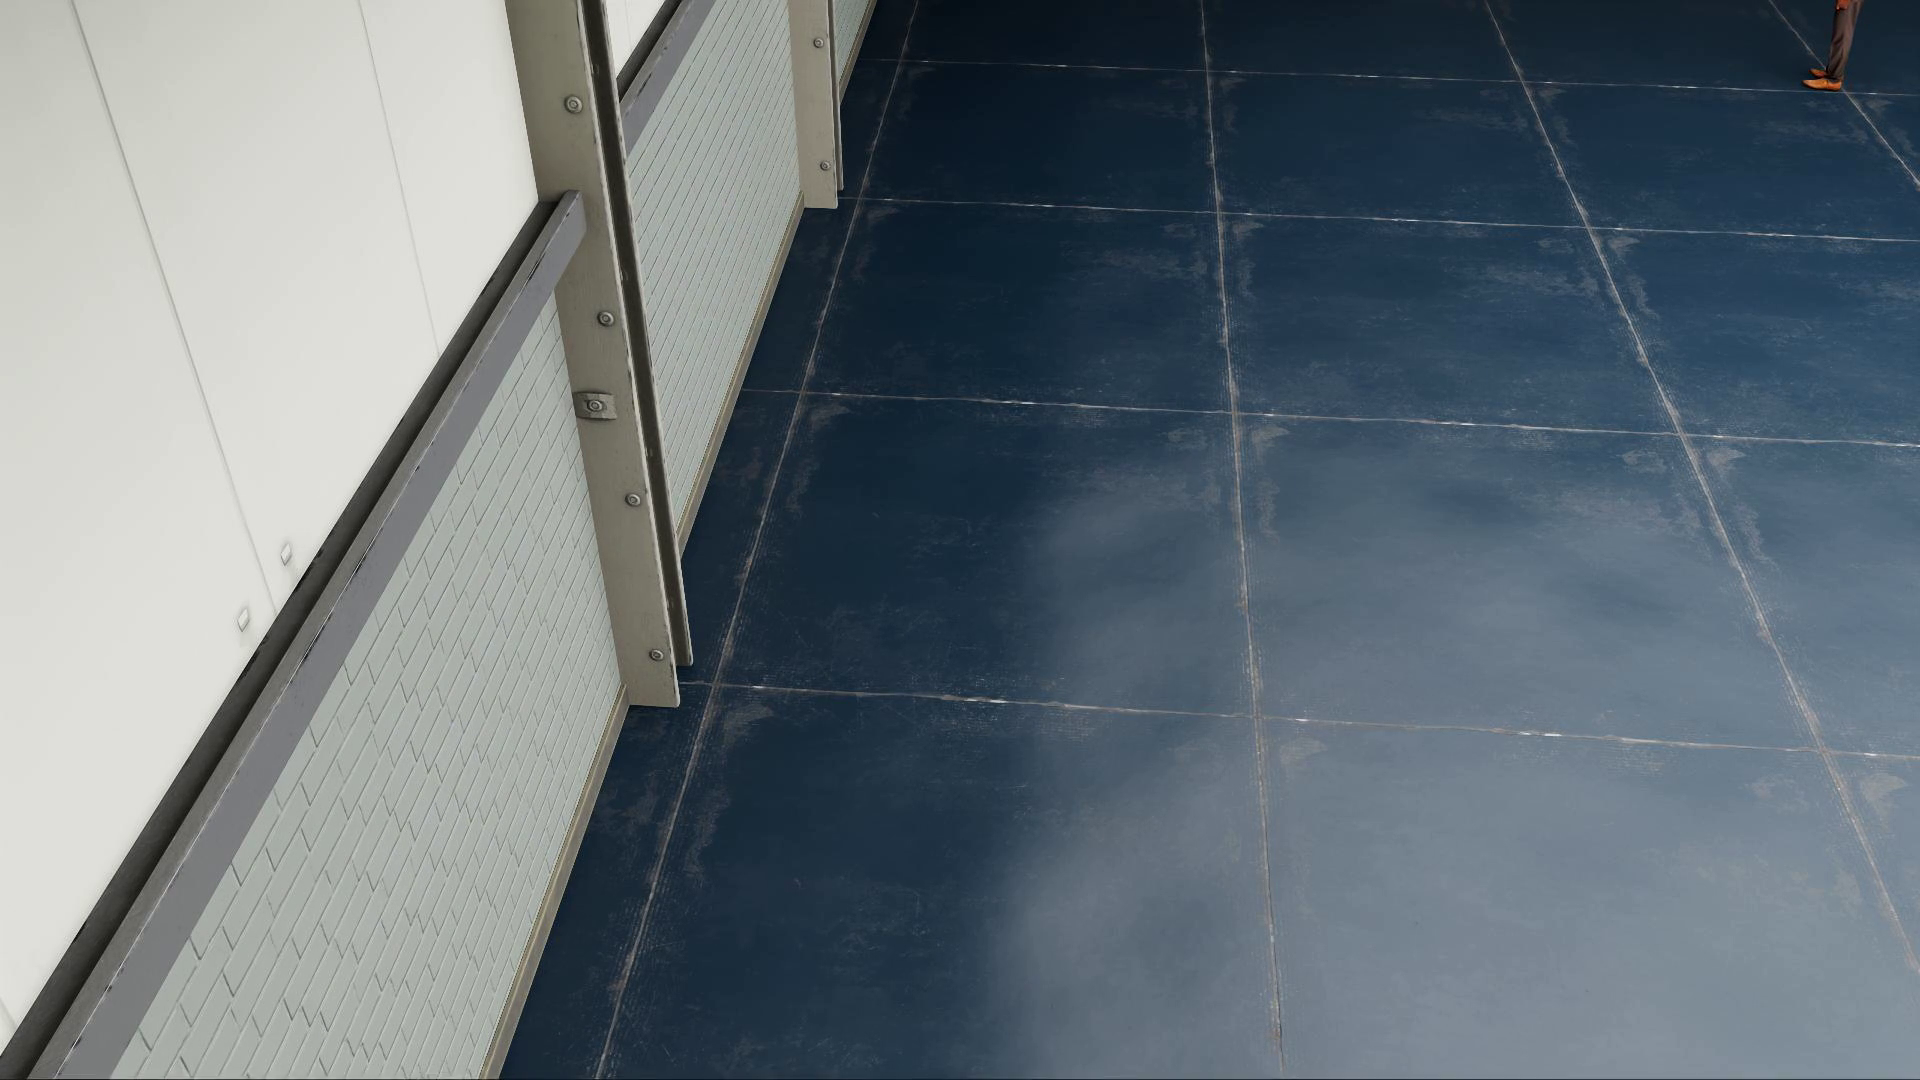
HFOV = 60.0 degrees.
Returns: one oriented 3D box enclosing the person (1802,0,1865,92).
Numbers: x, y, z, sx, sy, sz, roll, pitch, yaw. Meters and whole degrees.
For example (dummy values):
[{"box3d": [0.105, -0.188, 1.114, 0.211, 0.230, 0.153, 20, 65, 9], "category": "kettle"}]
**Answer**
[{"box3d": [8.242, -5.100, 15.286, 0.854, 1.907, 0.724, 21, 43, 25], "category": "person"}]
